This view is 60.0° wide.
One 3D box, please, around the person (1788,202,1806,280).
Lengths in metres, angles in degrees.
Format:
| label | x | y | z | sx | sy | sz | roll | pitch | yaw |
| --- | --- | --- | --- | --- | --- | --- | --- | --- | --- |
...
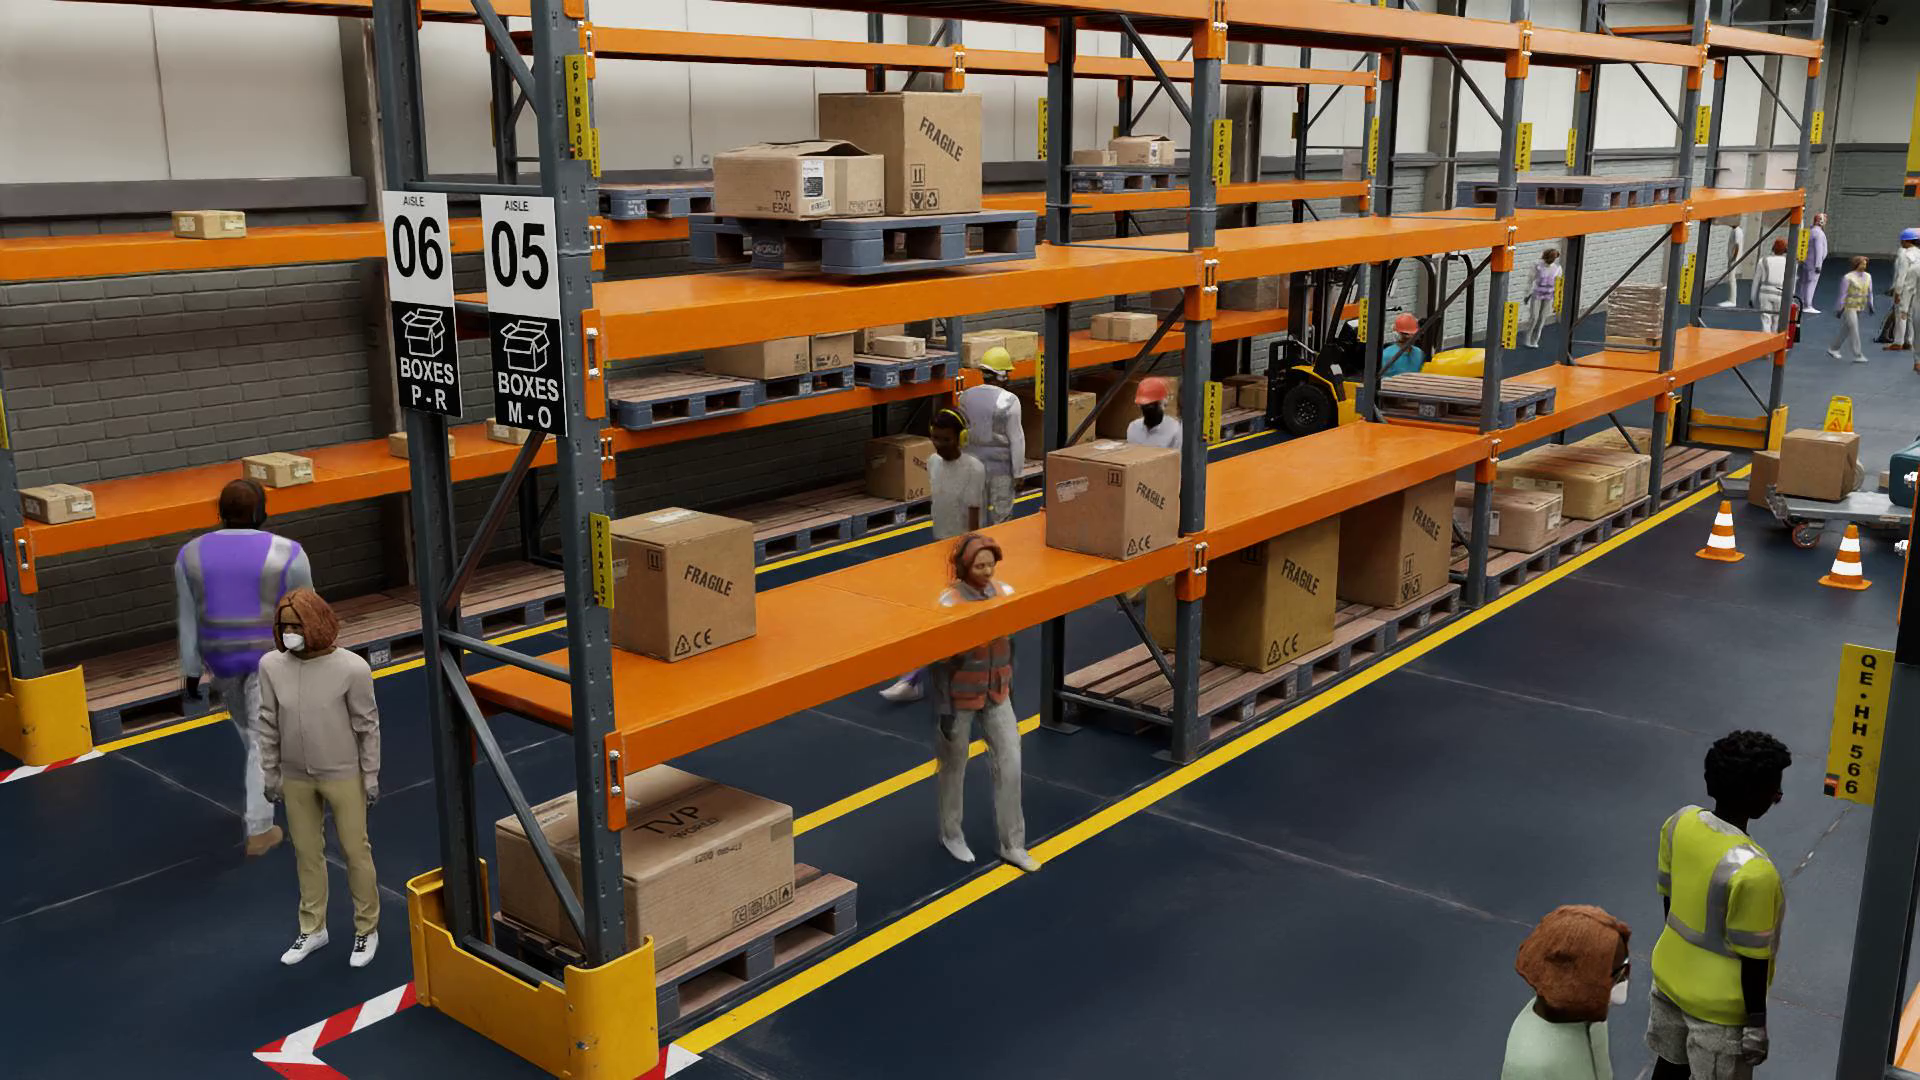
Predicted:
| label | x | y | z | sx | sy | sz | roll | pitch | yaw |
| --- | --- | --- | --- | --- | --- | --- | --- | --- | --- |
| person | 19.735 | -7.073 | 39.271 | 0.342 | 1.846 | 0.508 | 6 | 15 | 22 |

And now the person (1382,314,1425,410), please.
| label | x | y | z | sx | sy | sz | roll | pitch | yaw |
| --- | --- | --- | --- | --- | --- | --- | --- | --- | --- |
| person | 4.234 | -1.287 | 15.921 | 0.579 | 1.743 | 0.370 | -8 | 16 | -29 |

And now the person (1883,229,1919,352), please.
| label | x | y | z | sx | sy | sz | roll | pitch | yaw |
| --- | --- | --- | --- | --- | --- | --- | --- | --- | --- |
| person | 15.023 | -3.964 | 26.427 | 0.609 | 1.939 | 0.418 | -9 | 17 | -34 |

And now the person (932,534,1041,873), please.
| label | x | y | z | sx | sy | sz | roll | pitch | yaw |
| --- | --- | --- | --- | --- | --- | --- | --- | --- | --- |
| person | 0.123 | 0.781 | 7.762 | 0.534 | 1.614 | 0.671 | -10 | 17 | -34 |

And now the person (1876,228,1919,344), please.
| label | x | y | z | sx | sy | sz | roll | pitch | yaw |
| --- | --- | --- | --- | --- | --- | --- | --- | --- | --- |
| person | 15.565 | -4.178 | 27.390 | 0.626 | 1.890 | 0.502 | -13 | 19 | -43 |

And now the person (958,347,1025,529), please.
| label | x | y | z | sx | sy | sz | roll | pitch | yaw |
| --- | --- | --- | --- | --- | --- | --- | --- | --- | --- |
| person | 0.263 | -0.573 | 12.835 | 0.599 | 1.827 | 0.403 | 11 | 18 | 38 |

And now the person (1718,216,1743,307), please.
| label | x | y | z | sx | sy | sz | roll | pitch | yaw |
| --- | --- | --- | --- | --- | --- | --- | --- | --- | --- |
| person | 15.414 | -5.590 | 33.186 | 0.311 | 1.868 | 0.533 | 5 | 15 | 20 |

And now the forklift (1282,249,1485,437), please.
| label | x | y | z | sx | sy | sz | roll | pitch | yaw |
| --- | --- | --- | --- | --- | --- | --- | --- | --- | --- |
| forklift | 4.886 | -2.214 | 18.767 | 2.313 | 2.155 | 1.214 | 11 | 18 | 38 |

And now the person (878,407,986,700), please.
| label | x | y | z | sx | sy | sz | roll | pitch | yaw |
| --- | --- | --- | --- | --- | --- | --- | --- | --- | --- |
| person | -0.092 | 0.115 | 10.052 | 0.501 | 1.827 | 0.883 | 11 | 18 | 39 |

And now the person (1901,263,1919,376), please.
| label | x | y | z | sx | sy | sz | roll | pitch | yaw |
| --- | --- | --- | --- | --- | --- | --- | --- | --- | --- |
| person | 13.937 | -3.336 | 23.964 | 0.646 | 1.894 | 1.005 | 8 | 16 | 31 |

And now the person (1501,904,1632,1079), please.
| label | x | y | z | sx | sy | sz | roll | pitch | yaw |
| --- | --- | --- | --- | --- | --- | --- | --- | --- | --- |
| person | 1.460 | 1.660 | 4.164 | 0.288 | 1.627 | 0.502 | 11 | 18 | 38 |

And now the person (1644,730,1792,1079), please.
| label | x | y | z | sx | sy | sz | roll | pitch | yaw |
| --- | --- | --- | --- | --- | --- | --- | --- | --- | --- |
| person | 2.314 | 1.393 | 5.115 | 0.319 | 1.692 | 0.533 | -1 | 14 | -5 |

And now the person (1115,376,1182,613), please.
| label | x | y | z | sx | sy | sz | roll | pitch | yaw |
| --- | --- | --- | --- | --- | --- | --- | --- | --- | --- |
| person | 1.467 | -0.359 | 12.193 | 0.560 | 1.723 | 0.815 | 11 | 18 | 38 |

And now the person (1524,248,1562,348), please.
| label | x | y | z | sx | sy | sz | roll | pitch | yaw |
| --- | --- | --- | --- | --- | --- | --- | --- | --- | --- |
| person | 9.406 | -3.890 | 26.801 | 0.554 | 1.610 | 0.508 | 0 | 14 | -1 |

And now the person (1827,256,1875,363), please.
| label | x | y | z | sx | sy | sz | roll | pitch | yaw |
| --- | --- | --- | --- | --- | --- | --- | --- | --- | --- |
| person | 13.607 | -3.526 | 25.340 | 0.515 | 1.600 | 0.844 | -6 | 15 | -22 |

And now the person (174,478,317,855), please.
| label | x | y | z | sx | sy | sz | roll | pitch | yaw |
| --- | --- | --- | --- | --- | --- | --- | --- | --- | --- |
| person | -3.465 | 0.576 | 8.247 | 0.650 | 1.785 | 0.977 | 0 | 14 | -1 |

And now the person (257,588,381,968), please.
| label | x | y | z | sx | sy | sz | roll | pitch | yaw |
| --- | --- | --- | --- | --- | --- | --- | --- | --- | --- |
| person | -2.646 | 0.986 | 6.893 | 0.507 | 1.632 | 0.267 | 2 | 14 | 6 |

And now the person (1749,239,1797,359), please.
| label | x | y | z | sx | sy | sz | roll | pitch | yaw |
| --- | --- | --- | --- | --- | --- | --- | --- | --- | --- |
| person | 12.554 | -3.729 | 25.705 | 0.593 | 1.837 | 1.017 | 5 | 15 | 18 |

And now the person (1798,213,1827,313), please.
| label | x | y | z | sx | sy | sz | roll | pitch | yaw |
| --- | --- | --- | --- | --- | --- | --- | --- | --- | --- |
| person | 16.481 | -5.333 | 32.086 | 0.401 | 1.900 | 0.643 | 2 | 14 | 7 |
